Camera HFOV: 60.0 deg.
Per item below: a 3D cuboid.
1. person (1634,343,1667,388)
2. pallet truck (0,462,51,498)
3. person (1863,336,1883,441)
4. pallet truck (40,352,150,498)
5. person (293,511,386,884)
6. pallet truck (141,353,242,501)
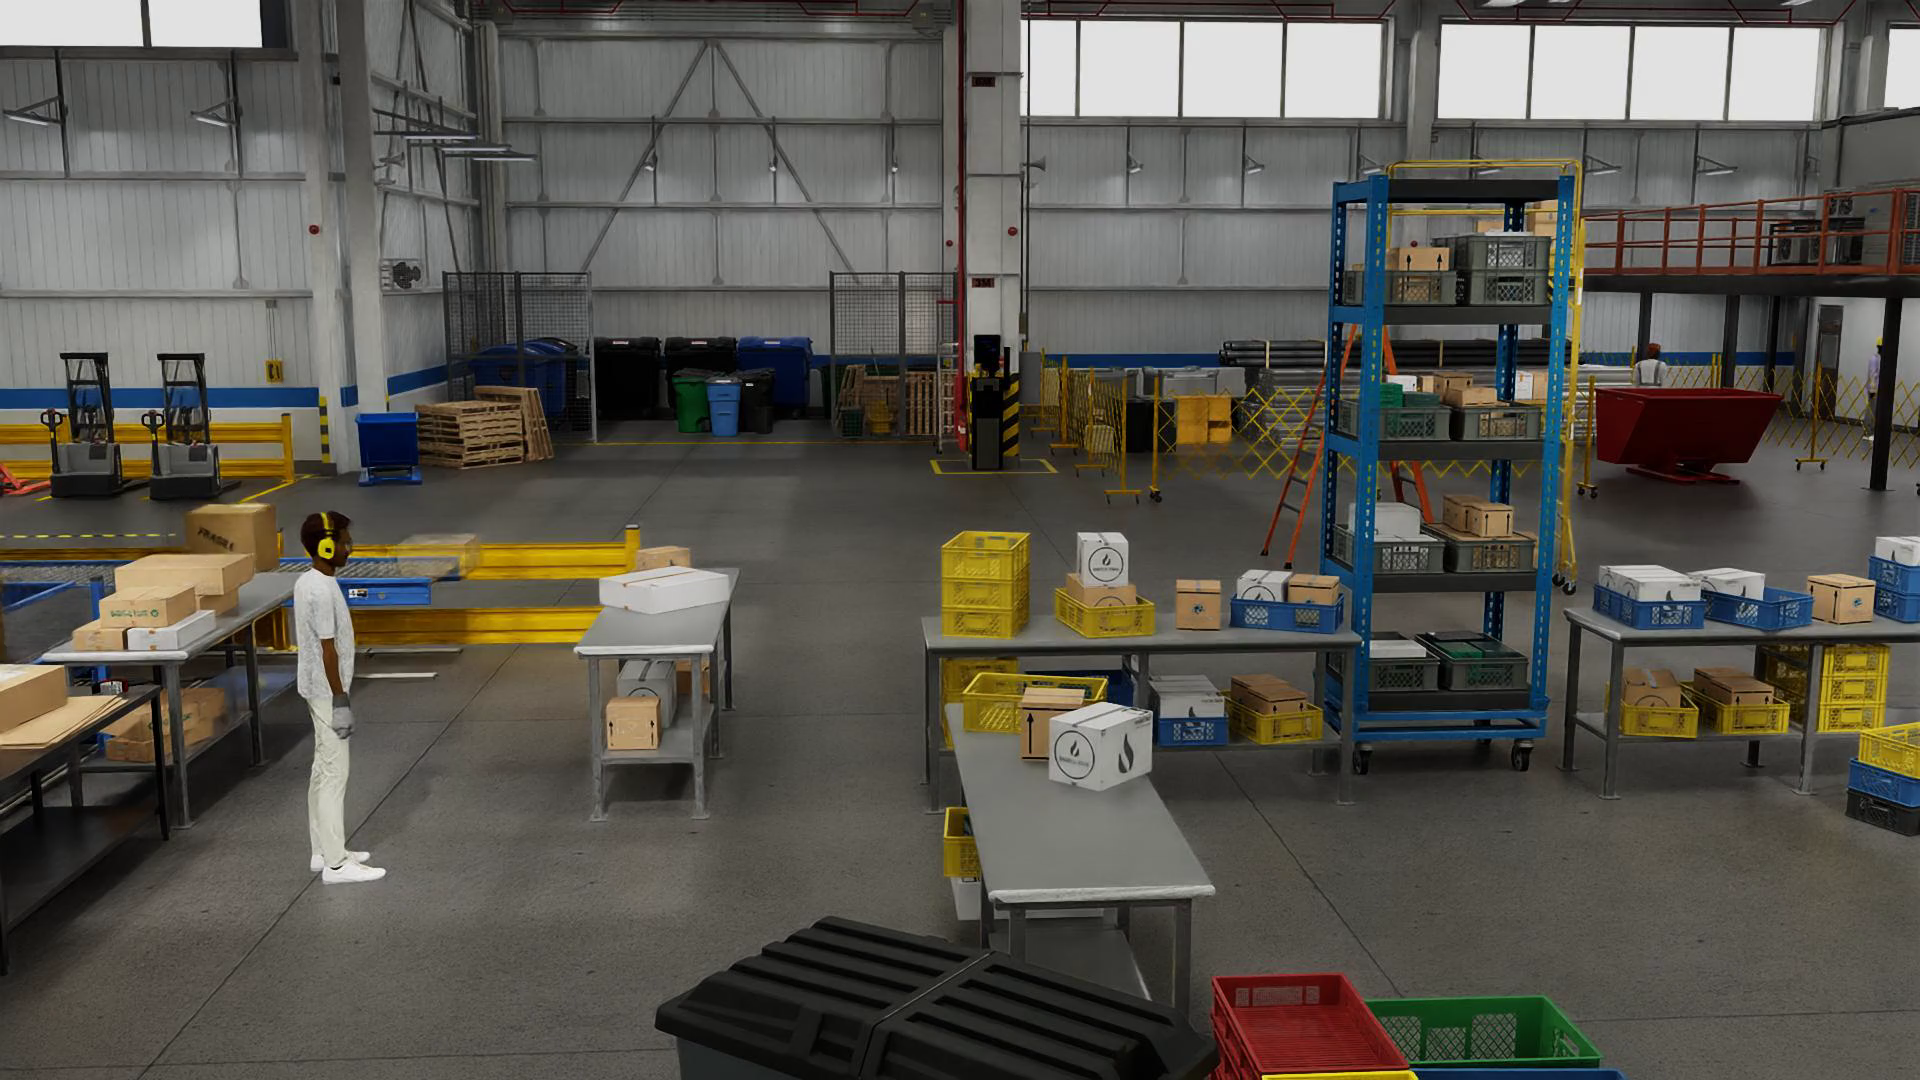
[{"bbox_3d":[11.776,-2.414,28.356,0.356,1.887,0.573,-7,12,-39],"label":"person"},{"bbox_3d":[-13.193,-1.293,23.148,0.653,1.274,1.630,-1,9,-4],"label":"pallet truck"},{"bbox_3d":[16.855,-2.782,30.537,0.585,1.928,0.379,-8,12,-43],"label":"person"},{"bbox_3d":[-11.907,-1.642,23.165,0.823,1.965,1.885,0,9,0],"label":"pallet truck"},{"bbox_3d":[-3.139,0.783,8.341,0.329,1.871,0.510,-6,11,-31],"label":"person"},{"bbox_3d":[-10.520,-1.604,22.925,0.823,1.965,1.885,-1,9,-6],"label":"pallet truck"}]
